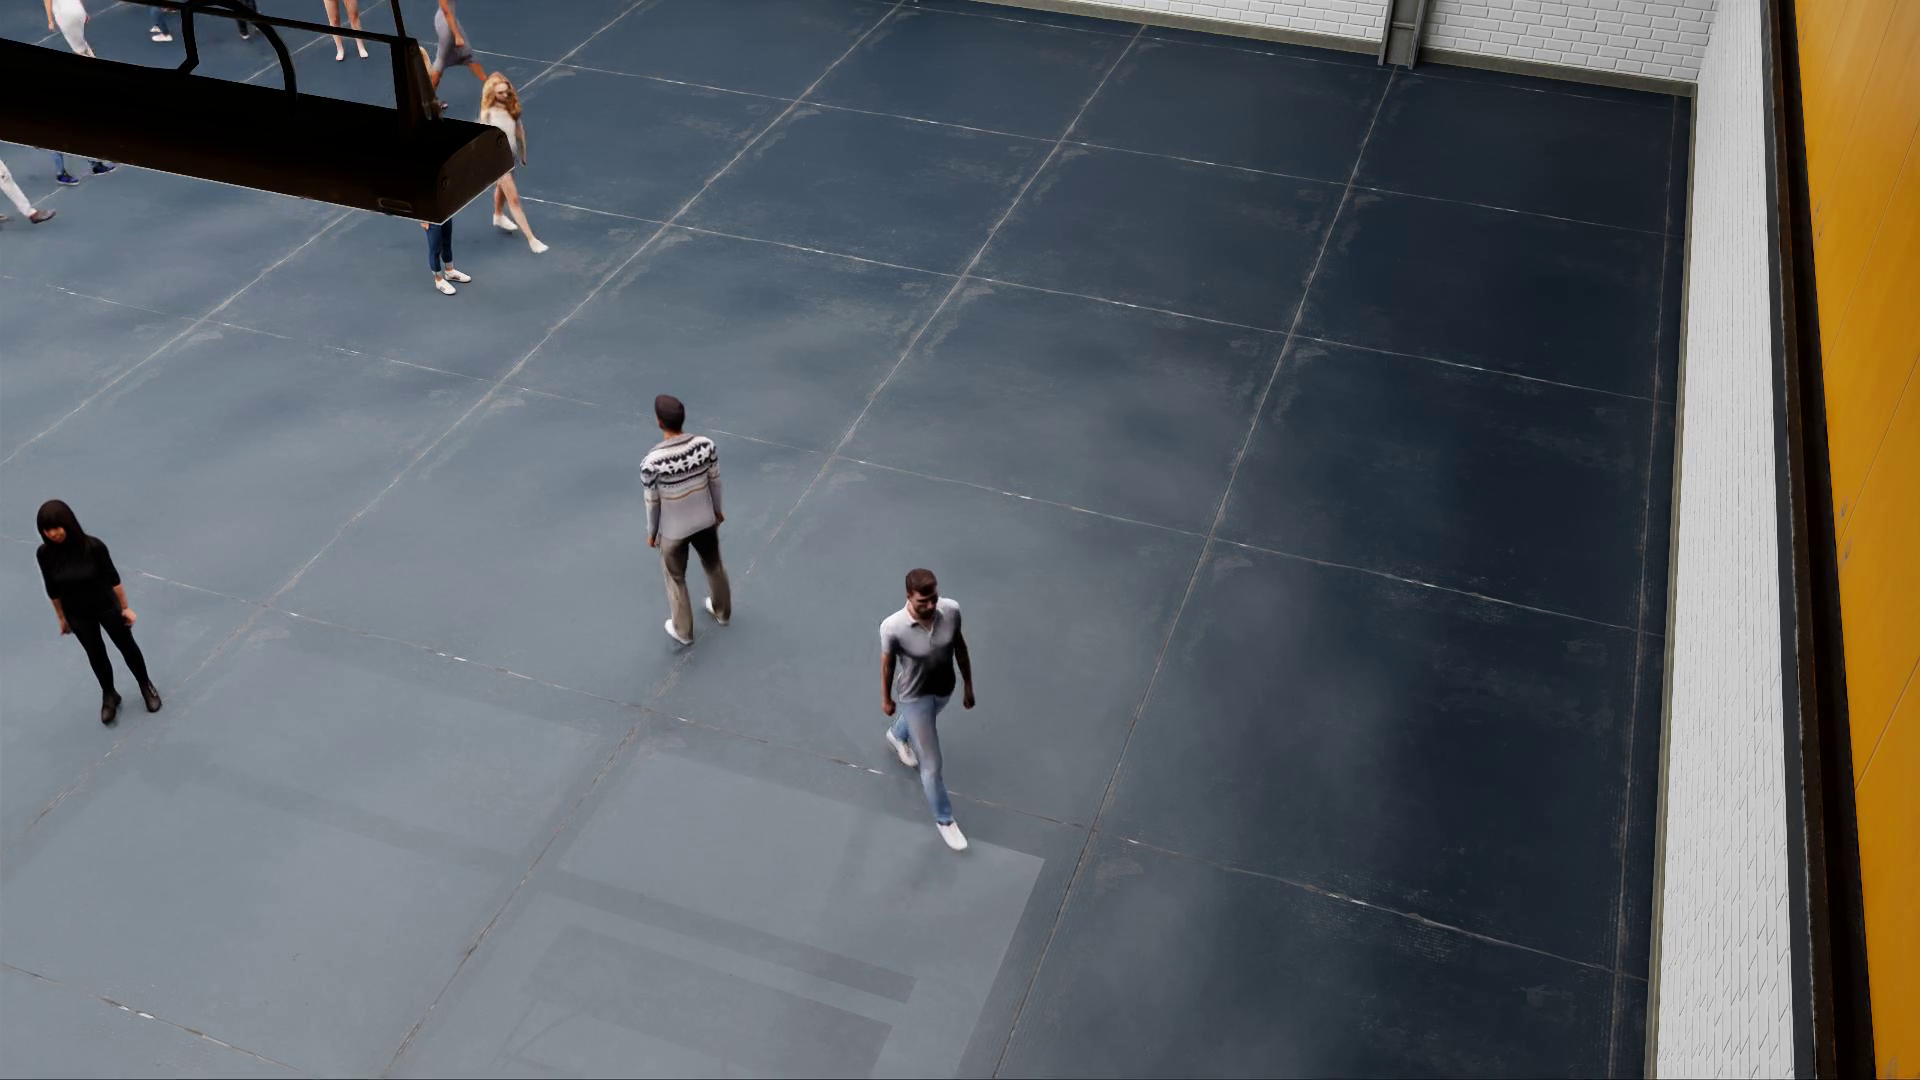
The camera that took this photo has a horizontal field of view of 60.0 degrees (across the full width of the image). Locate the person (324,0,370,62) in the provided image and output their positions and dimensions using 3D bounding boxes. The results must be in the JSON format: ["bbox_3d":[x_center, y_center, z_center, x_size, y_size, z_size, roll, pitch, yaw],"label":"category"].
[{"bbox_3d":[-6.968,-6.217,18.597,0.637,1.650,0.729,-10,40,-13],"label":"person"}]

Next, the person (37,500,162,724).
[{"bbox_3d":[-5.363,0.413,10.302,0.625,1.642,0.717,-10,40,-12],"label":"person"}]

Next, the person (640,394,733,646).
[{"bbox_3d":[-1.782,-0.108,10.785,0.790,1.852,0.805,-22,44,-25],"label":"person"}]

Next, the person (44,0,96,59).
[{"bbox_3d":[-9.423,-5.579,17.726,0.566,1.740,0.581,10,40,12],"label":"person"}]

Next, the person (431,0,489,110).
[{"bbox_3d":[-5.440,-5.294,17.380,1.209,1.727,0.989,-6,39,-7],"label":"person"}]

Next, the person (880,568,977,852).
[{"bbox_3d":[-0.243,0.831,9.646,1.164,1.806,1.321,-21,43,-24],"label":"person"}]

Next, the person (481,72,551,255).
[{"bbox_3d":[-4.208,-3.449,15.105,1.250,1.681,0.871,25,45,28],"label":"person"}]

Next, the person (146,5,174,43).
[{"bbox_3d":[-9.259,-6.505,18.904,0.630,1.717,0.591,11,40,13],"label":"person"}]
